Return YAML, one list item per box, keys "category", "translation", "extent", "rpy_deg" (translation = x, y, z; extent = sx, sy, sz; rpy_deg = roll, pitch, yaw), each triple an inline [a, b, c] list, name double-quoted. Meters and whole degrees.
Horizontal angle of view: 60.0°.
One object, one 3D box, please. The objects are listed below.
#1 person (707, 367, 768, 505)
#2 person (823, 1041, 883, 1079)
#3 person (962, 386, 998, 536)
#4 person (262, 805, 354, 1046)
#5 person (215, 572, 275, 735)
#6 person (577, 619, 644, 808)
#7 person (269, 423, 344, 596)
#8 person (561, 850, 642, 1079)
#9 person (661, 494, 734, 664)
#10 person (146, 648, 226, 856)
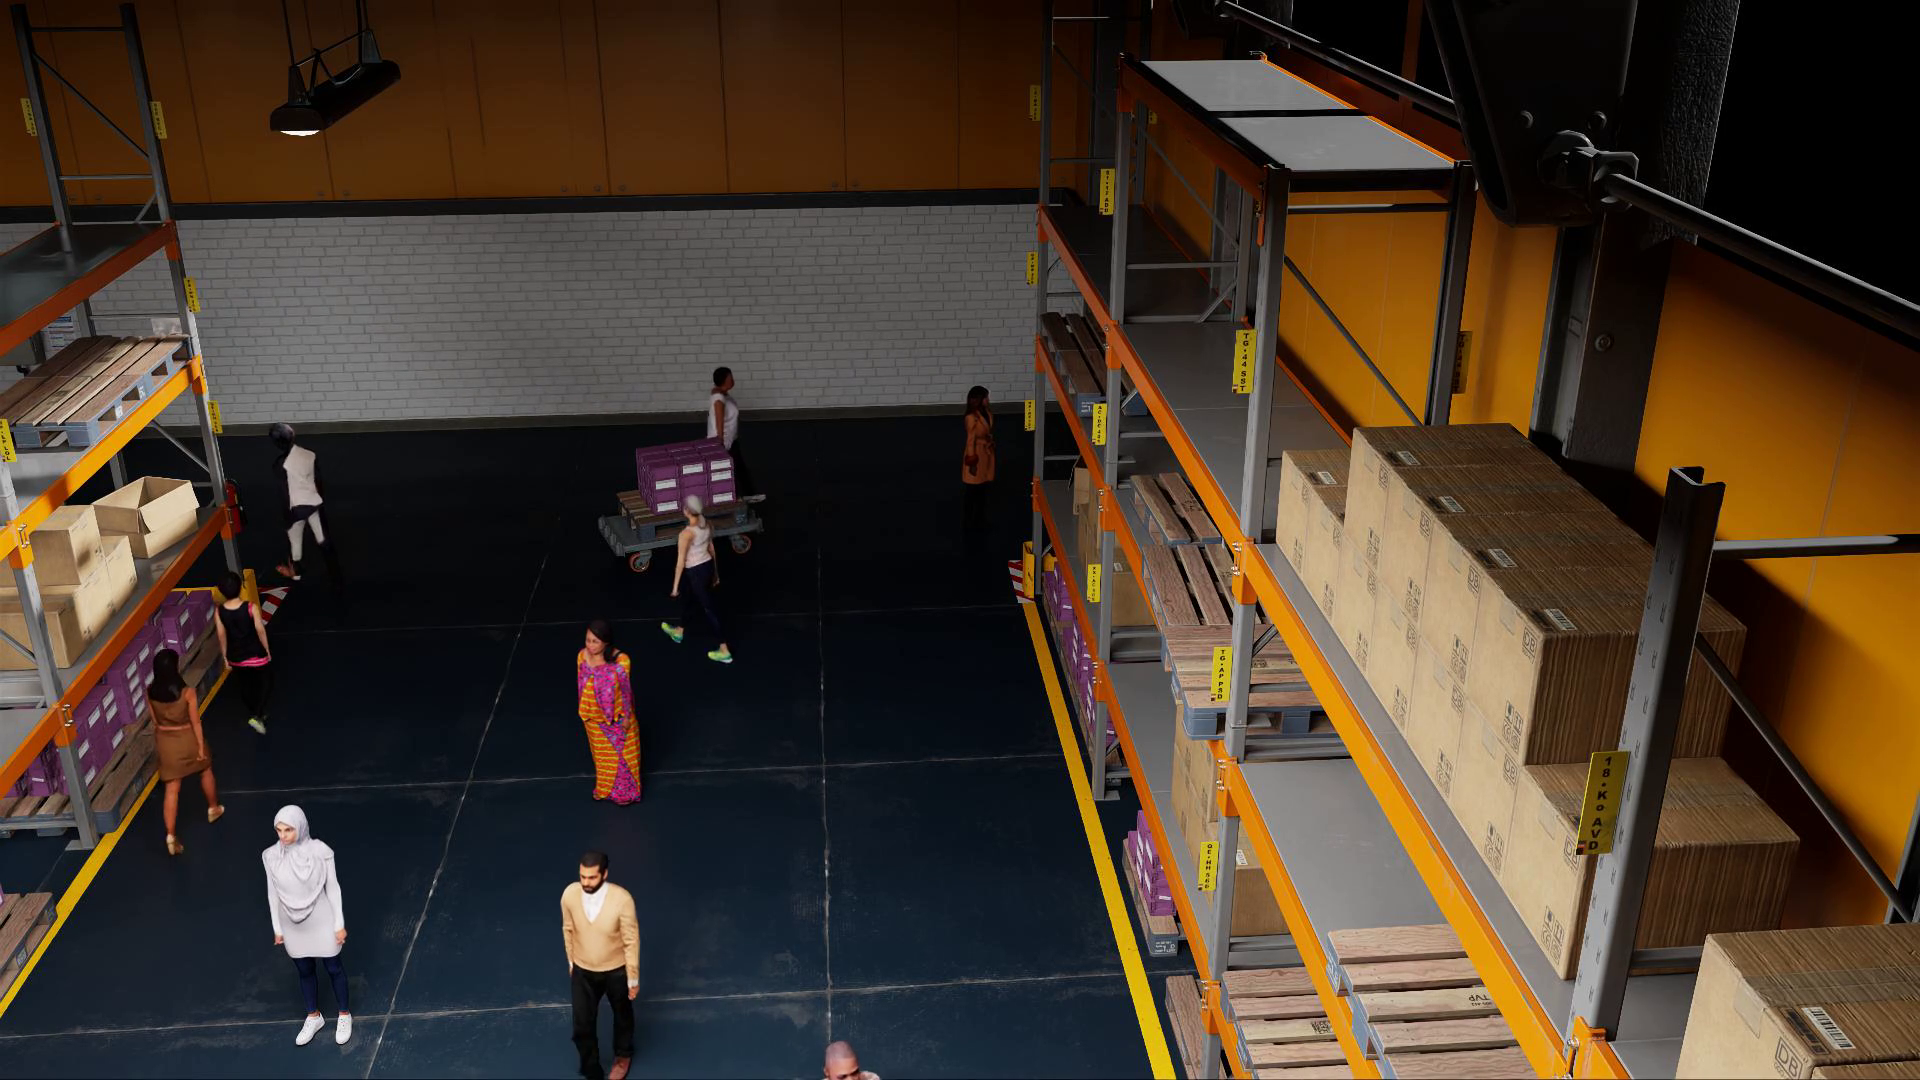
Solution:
- category: "person"
  translation: [-2.808, -1.199, 19.418]
  extent: [0.803, 1.670, 0.864]
  rpy_deg: [-6, 24, -12]
- category: "person"
  translation: [-0.660, 3.355, 8.875]
  extent: [1.030, 1.770, 1.226]
  rpy_deg: [-14, 27, -29]
- category: "person"
  translation: [0.204, -0.908, 18.687]
  extent: [0.840, 1.722, 0.758]
  rpy_deg: [16, 28, 32]
- category: "person"
  translation: [-4.229, 2.496, 10.835]
  extent: [0.622, 1.775, 0.543]
  rpy_deg: [-1, 24, -2]
- category: "person"
  translation: [-6.241, 1.015, 14.515]
  extent: [0.542, 1.541, 0.795]
  rpy_deg: [-2, 24, -6]
- category: "person"
  translation: [-2.852, 1.379, 13.517]
  extent: [0.761, 1.673, 0.787]
  rpy_deg: [7, 25, 15]
- category: "person"
  translation: [-6.688, -0.272, 17.082]
  extent: [1.241, 1.842, 1.199]
  rpy_deg: [19, 30, 36]
- category: "person"
  translation: [-2.222, 2.657, 10.511]
  extent: [0.780, 1.740, 0.888]
  rpy_deg: [3, 24, 7]
- category: "person"
  translation: [-2.390, 0.403, 15.764]
  extent: [1.084, 1.662, 1.138]
  rpy_deg: [12, 26, 26]
- category: "person"
  translation: [-6.086, 1.663, 12.892]
  extent: [0.577, 1.653, 1.043]
  rpy_deg: [-1, 24, -3]
